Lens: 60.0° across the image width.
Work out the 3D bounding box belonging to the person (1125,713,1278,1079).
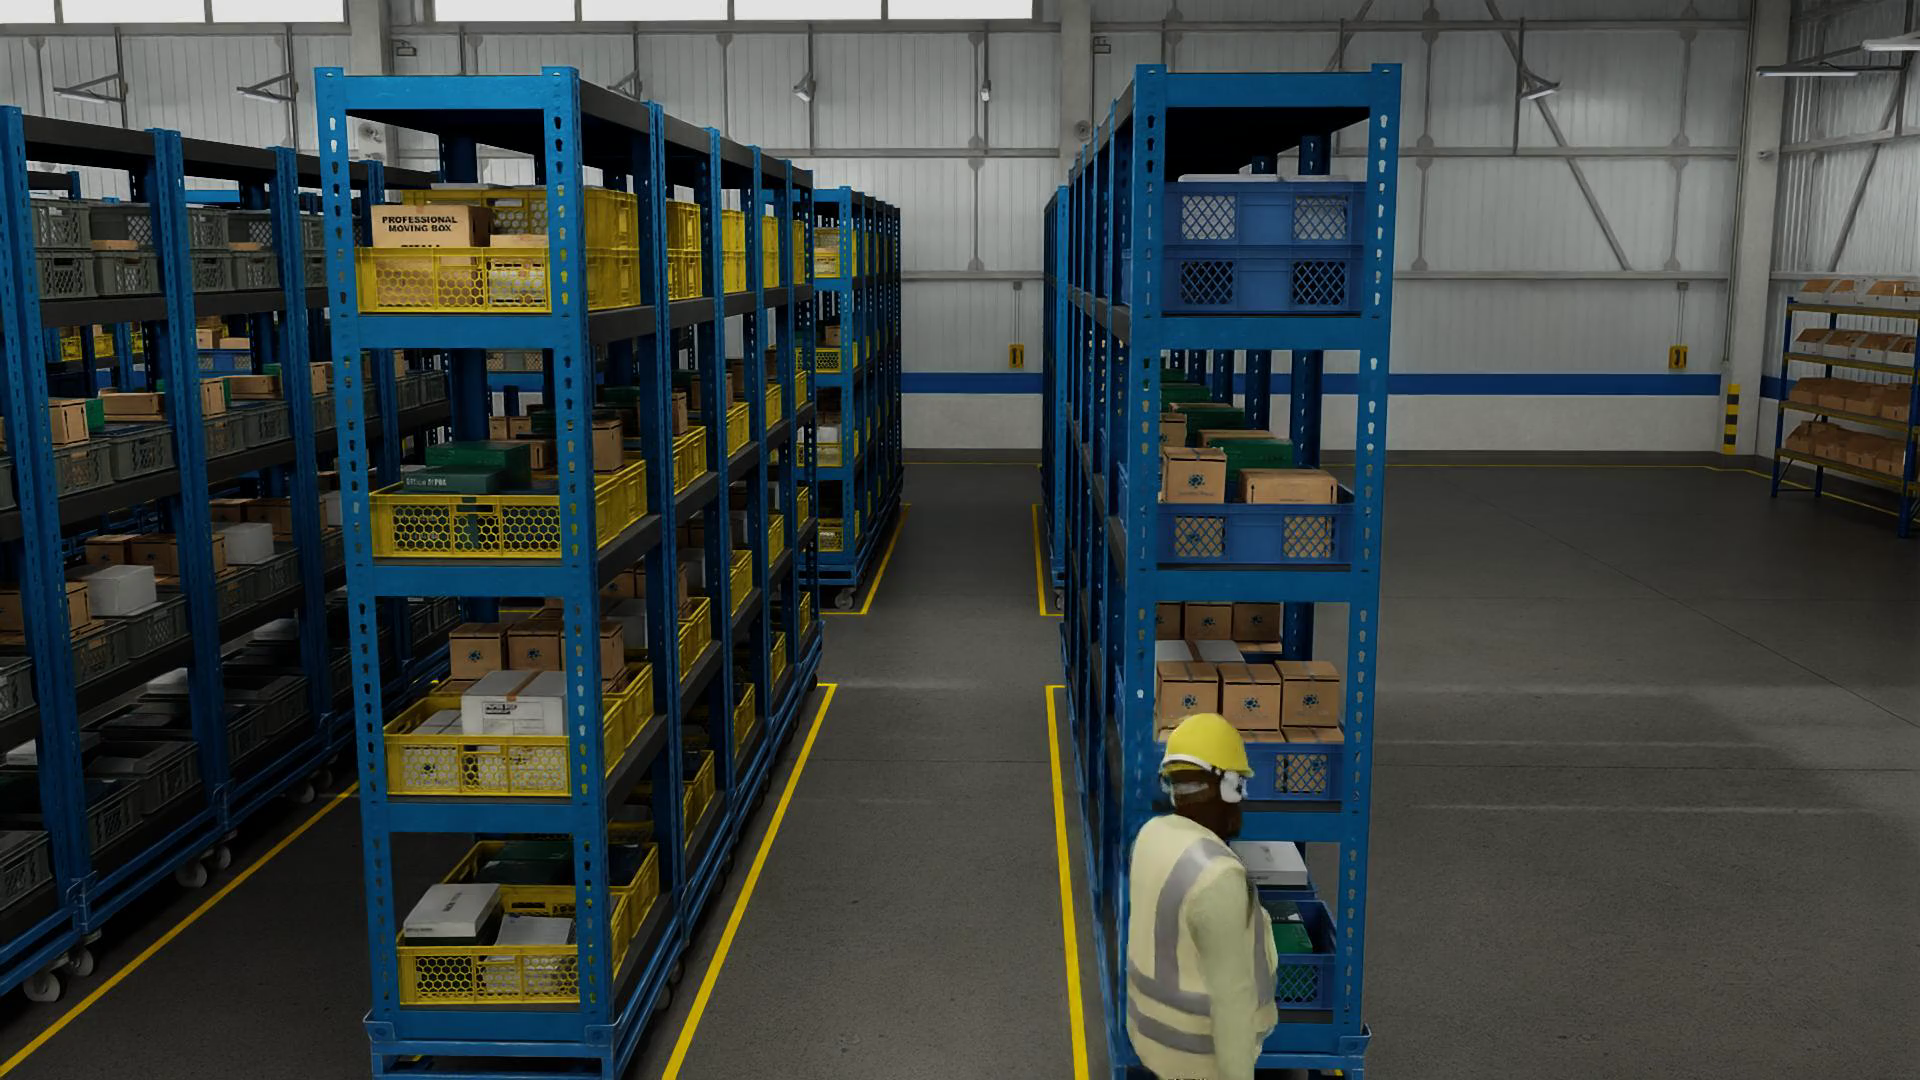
[{"bbox_3d":[0.594,1.380,4.546,0.615,1.787,0.631,-1,10,-9],"label":"person"}]
